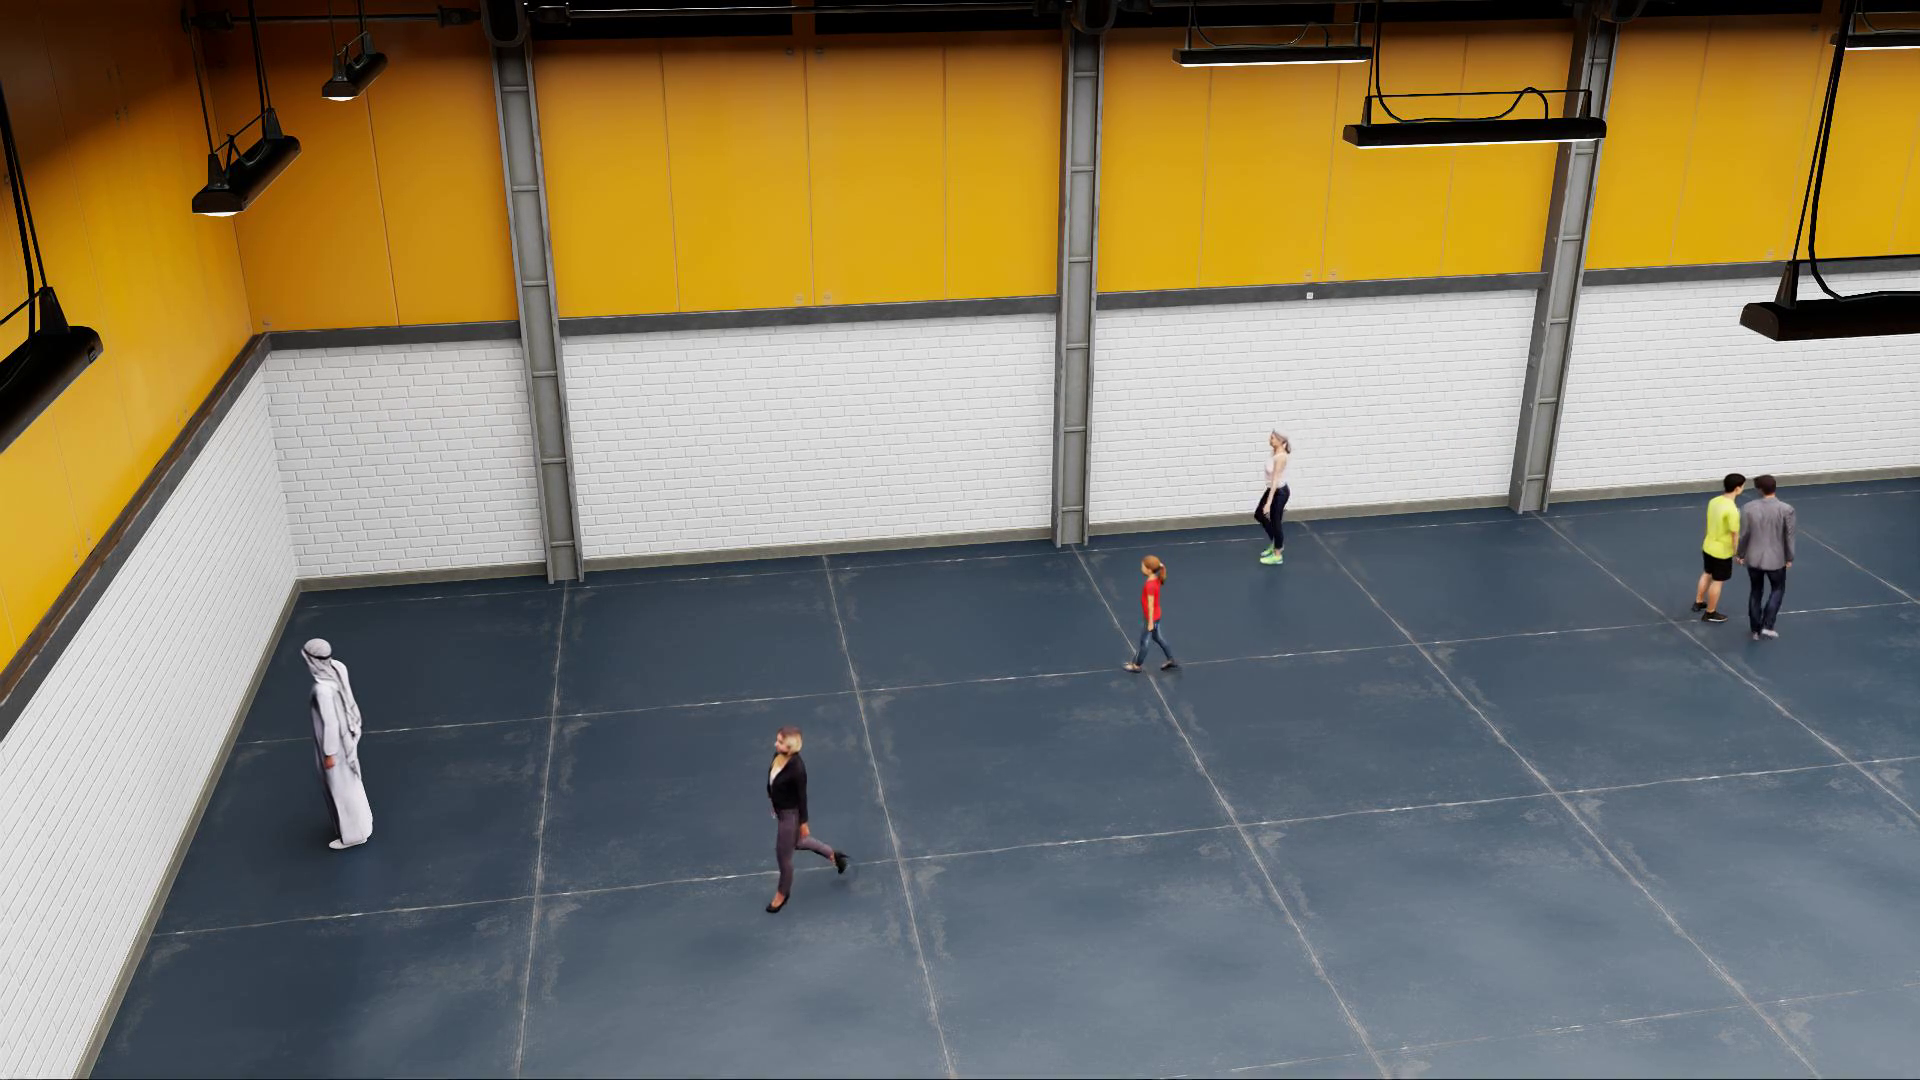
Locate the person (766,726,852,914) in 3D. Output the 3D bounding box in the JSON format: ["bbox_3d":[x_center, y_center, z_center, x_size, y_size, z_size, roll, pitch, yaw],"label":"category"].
[{"bbox_3d":[-1.269,2.185,13.248,1.049,1.648,0.758,-11,26,-24],"label":"person"}]

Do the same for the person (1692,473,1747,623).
[{"bbox_3d":[8.183,0.082,17.991,0.580,1.703,0.642,-3,24,-7],"label":"person"}]

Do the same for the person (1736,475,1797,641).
[{"bbox_3d":[8.432,0.225,17.501,0.898,1.834,0.955,20,31,38],"label":"person"}]

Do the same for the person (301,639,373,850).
[{"bbox_3d":[-5.265,1.696,14.022,0.588,1.926,0.676,-4,24,-10],"label":"person"}]

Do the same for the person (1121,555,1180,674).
[{"bbox_3d":[2.005,0.770,16.907,0.865,1.311,0.688,6,24,14],"label":"person"}]

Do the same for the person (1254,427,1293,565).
[{"bbox_3d":[3.762,-0.500,19.339,0.639,1.690,0.639,0,24,-1],"label":"person"}]
